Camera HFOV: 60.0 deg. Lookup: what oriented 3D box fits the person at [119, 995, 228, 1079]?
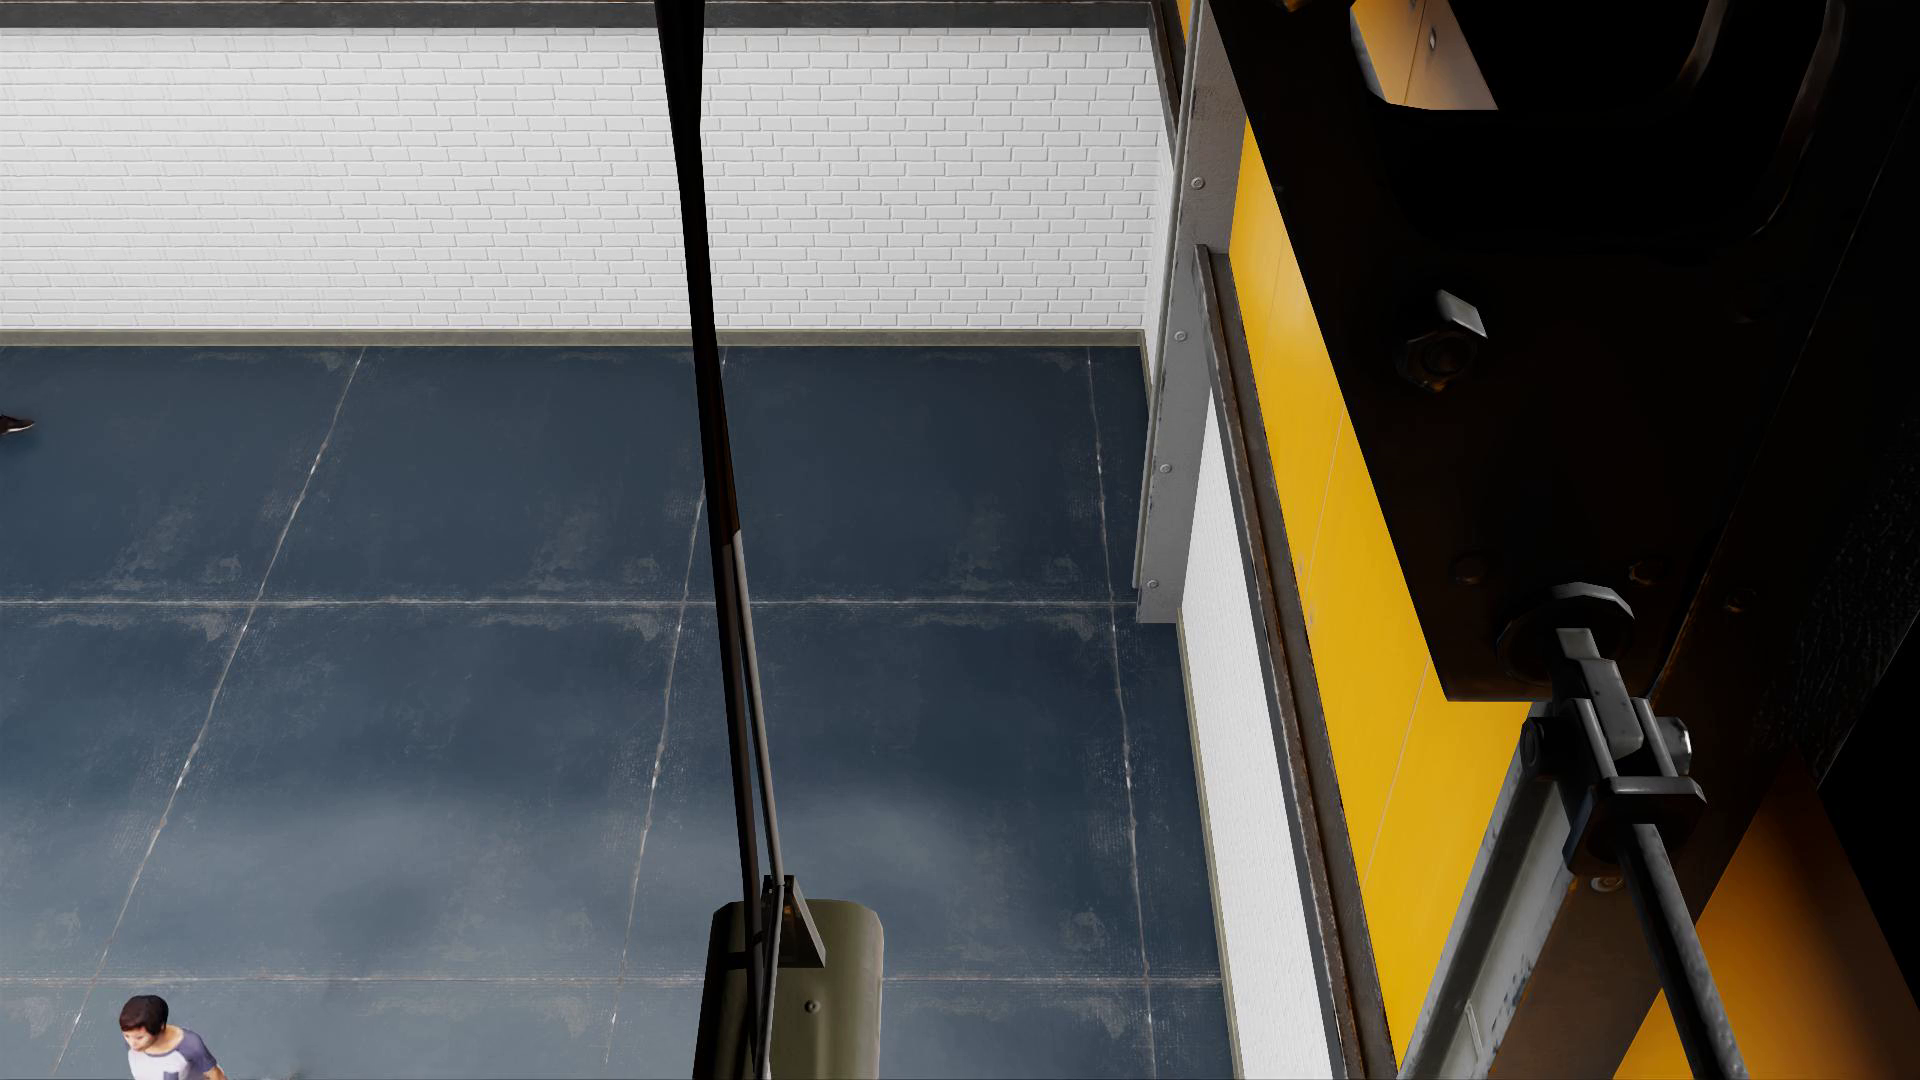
[{"bbox_3d":[-3.763,2.661,8.199,0.646,1.548,0.830,8,44,8],"label":"person"}]
